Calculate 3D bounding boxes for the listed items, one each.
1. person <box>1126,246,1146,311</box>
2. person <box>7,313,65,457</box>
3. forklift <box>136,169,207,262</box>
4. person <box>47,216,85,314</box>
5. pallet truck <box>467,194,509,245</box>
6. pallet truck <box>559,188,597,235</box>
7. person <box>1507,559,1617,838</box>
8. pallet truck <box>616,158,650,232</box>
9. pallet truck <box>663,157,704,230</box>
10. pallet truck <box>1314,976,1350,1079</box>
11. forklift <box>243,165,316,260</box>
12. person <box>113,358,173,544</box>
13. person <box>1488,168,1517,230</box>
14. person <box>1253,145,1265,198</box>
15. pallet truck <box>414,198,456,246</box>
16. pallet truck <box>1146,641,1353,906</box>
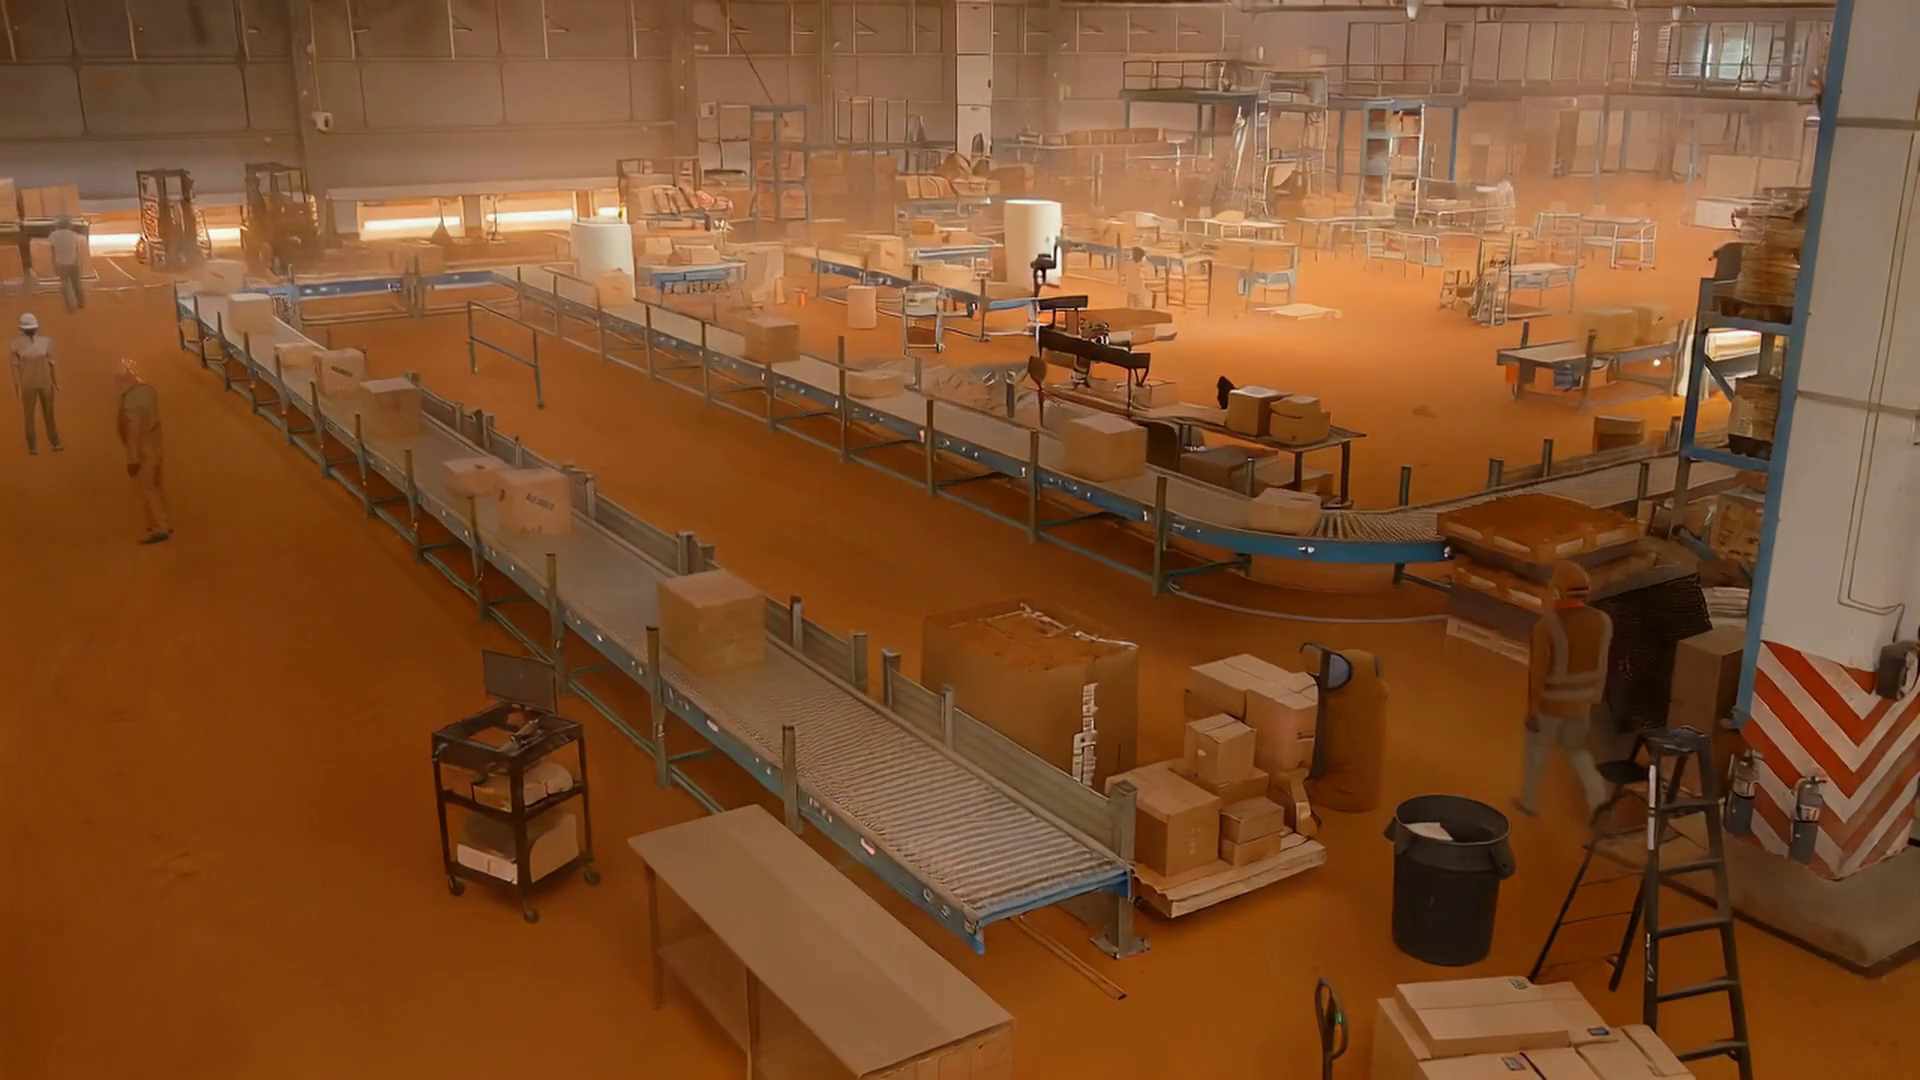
[{"bbox_3d":[2.962,-4.177,28.242,0.279,1.633,0.505,-7,18,-23],"label":"person"},{"bbox_3d":[-11.395,-1.921,20.523,0.523,1.761,0.323,-16,23,-42],"label":"person"},{"bbox_3d":[-17.842,-7.318,37.559,1.157,1.987,2.680,-10,20,-31],"label":"forklift"},{"bbox_3d":[-16.844,-5.208,31.395,0.583,1.791,0.961,-5,18,-17],"label":"person"},{"bbox_3d":[-11.983,-8.177,42.137,0.704,1.261,1.522,-11,20,-33],"label":"pallet truck"},{"bbox_3d":[-10.010,-8.652,43.699,0.653,1.274,1.630,-10,20,-31],"label":"pallet truck"},{"bbox_3d":[3.906,1.034,10.614,0.604,1.810,0.741,-6,18,-19],"label":"person"},{"bbox_3d":[-8.918,-9.176,44.255,0.823,1.965,1.885,-9,19,-27],"label":"pallet truck"},{"bbox_3d":[-7.586,-9.308,44.692,0.823,1.965,1.885,-11,20,-33],"label":"pallet truck"},{"bbox_3d":[2.299,2.390,7.086,1.601,1.201,0.680,-2,17,-7],"label":"pallet truck"},{"bbox_3d":[-15.898,-7.669,38.708,1.157,1.987,2.680,-11,20,-33],"label":"forklift"},{"bbox_3d":[-8.345,-0.924,16.967,0.397,1.907,0.719,-2,17,-7],"label":"person"},{"bbox_3d":[13.724,-8.454,42.052,1.000,1.898,0.565,15,22,41],"label":"person"},{"bbox_3d":[9.730,-11.926,53.863,0.384,1.717,0.511,9,19,28],"label":"person"},{"bbox_3d":[-13.250,-8.060,41.856,0.680,1.201,1.601,-10,20,-31],"label":"pallet truck"},{"bbox_3d":[1.664,1.407,10.232,1.630,1.274,0.653,-10,20,-31],"label":"pallet truck"}]
